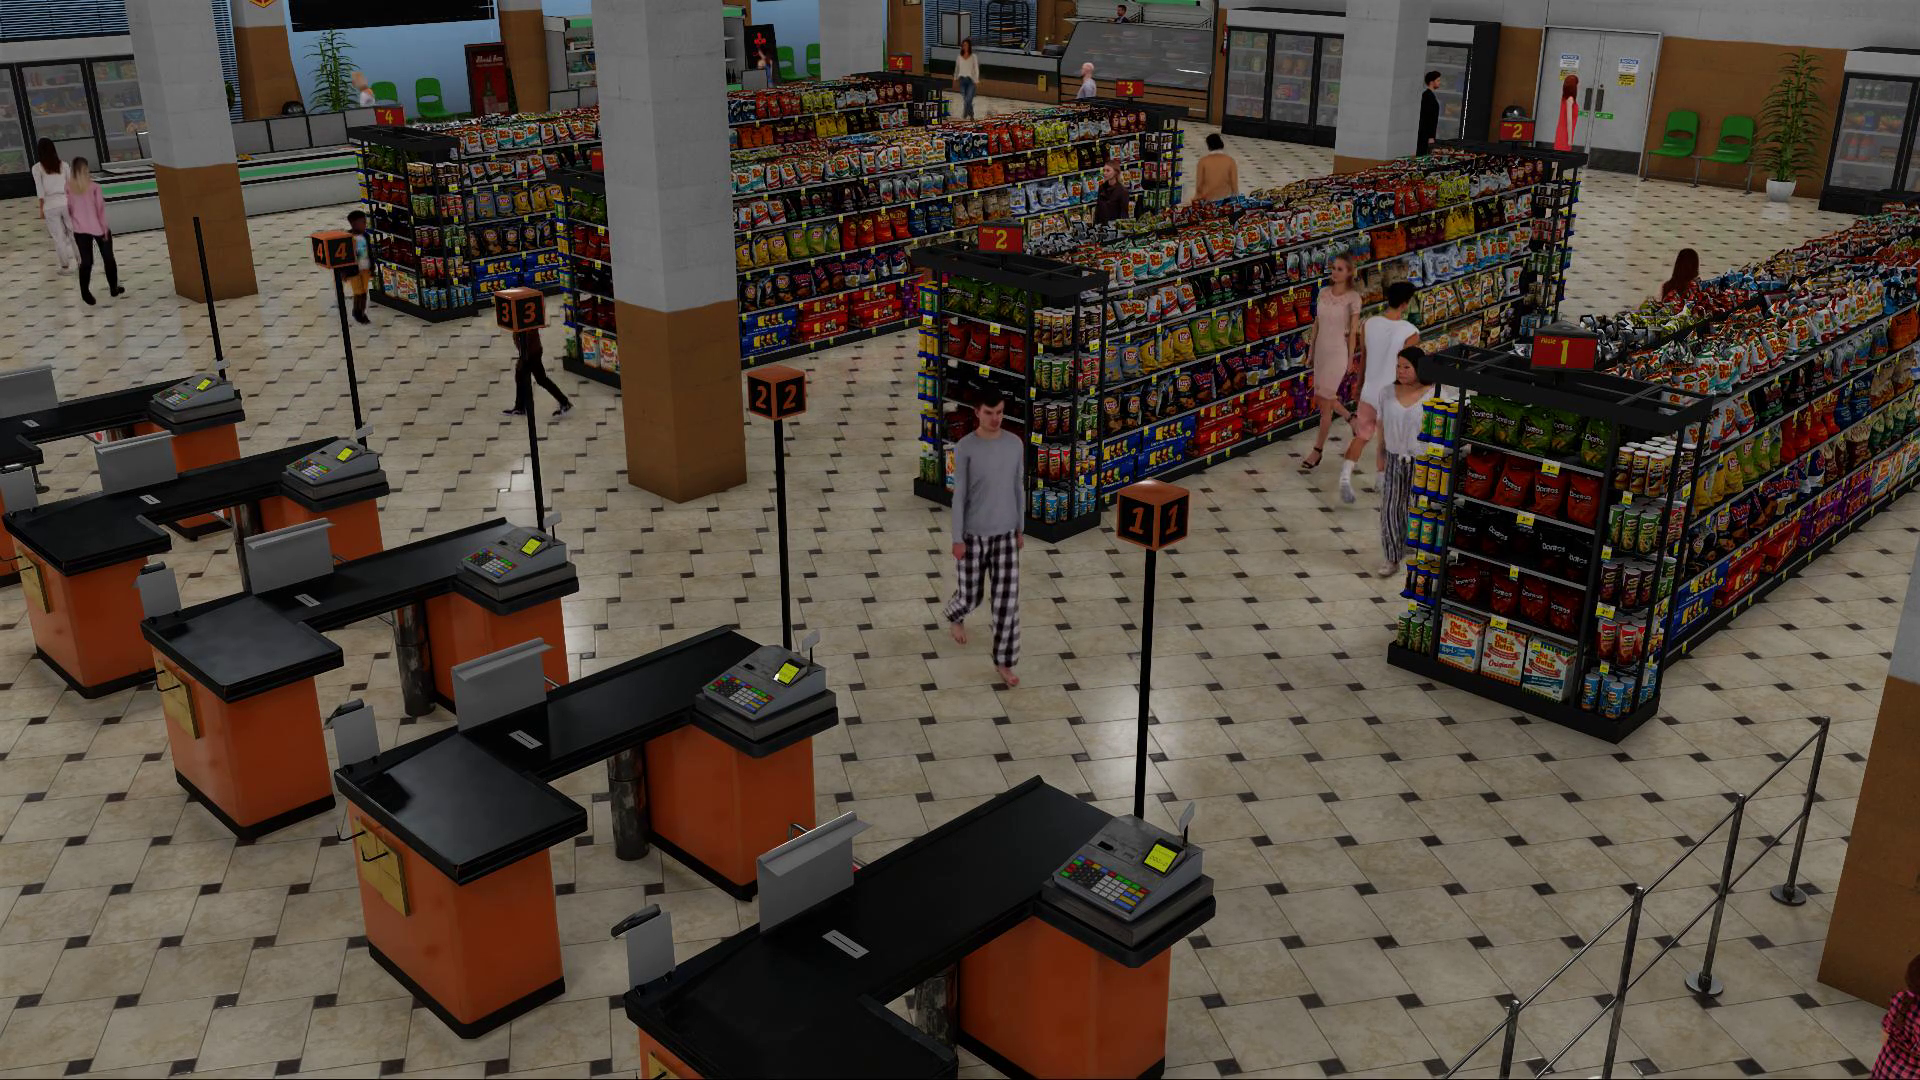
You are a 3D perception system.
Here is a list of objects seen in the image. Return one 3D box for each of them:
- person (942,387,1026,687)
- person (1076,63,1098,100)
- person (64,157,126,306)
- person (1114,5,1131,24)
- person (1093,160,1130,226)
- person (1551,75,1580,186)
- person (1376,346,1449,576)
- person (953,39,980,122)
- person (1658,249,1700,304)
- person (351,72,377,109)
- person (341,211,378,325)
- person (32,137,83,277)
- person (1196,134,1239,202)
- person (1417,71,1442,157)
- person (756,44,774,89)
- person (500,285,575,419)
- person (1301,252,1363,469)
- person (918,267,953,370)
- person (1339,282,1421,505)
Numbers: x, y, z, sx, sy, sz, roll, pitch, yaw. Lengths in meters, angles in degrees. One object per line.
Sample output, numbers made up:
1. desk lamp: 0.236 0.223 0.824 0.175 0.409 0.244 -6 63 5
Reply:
1. person: 0.137 -0.067 10.315 1.118 1.818 1.023 -6 23 -15
2. person: 2.079 -6.885 27.256 0.823 1.838 0.732 3 22 7
3. person: -10.059 -3.535 19.167 1.077 1.653 1.103 -2 22 -4
4. person: 3.719 -11.423 38.511 0.566 1.868 0.610 -20 30 -41
5. person: 1.722 -3.476 18.953 0.607 1.704 0.495 19 29 39
6. person: 9.319 -6.239 25.662 0.721 1.828 0.640 2 22 5
7. person: 3.215 -0.571 11.778 0.740 1.663 0.876 16 27 34
8. person: 0.191 -8.983 32.733 0.853 1.648 1.108 11 24 25
9. person: 6.120 -1.631 14.369 0.655 1.697 1.082 16 27 35
10. person: -9.424 -6.682 26.938 1.090 1.699 1.020 1 22 3
11. person: -6.693 -3.017 18.420 0.617 1.250 0.473 19 29 39
12. person: -11.168 -4.135 20.614 0.646 1.688 0.459 20 30 41
13. person: 3.144 -4.060 20.394 1.020 1.714 1.241 7 23 16
14. person: 7.173 -6.252 25.607 0.845 1.894 0.774 1 22 3
15. person: -3.788 -8.824 32.388 0.676 1.610 0.550 13 25 29
16. person: -3.837 -1.688 15.130 0.961 1.236 0.840 -3 22 -8
17. person: 3.155 -1.510 13.921 1.074 1.807 0.687 -16 27 -34
18. person: -0.246 -2.193 16.327 0.572 1.281 0.602 6 23 15
19. person: 3.263 -1.117 13.025 0.745 1.747 1.147 16 27 35
